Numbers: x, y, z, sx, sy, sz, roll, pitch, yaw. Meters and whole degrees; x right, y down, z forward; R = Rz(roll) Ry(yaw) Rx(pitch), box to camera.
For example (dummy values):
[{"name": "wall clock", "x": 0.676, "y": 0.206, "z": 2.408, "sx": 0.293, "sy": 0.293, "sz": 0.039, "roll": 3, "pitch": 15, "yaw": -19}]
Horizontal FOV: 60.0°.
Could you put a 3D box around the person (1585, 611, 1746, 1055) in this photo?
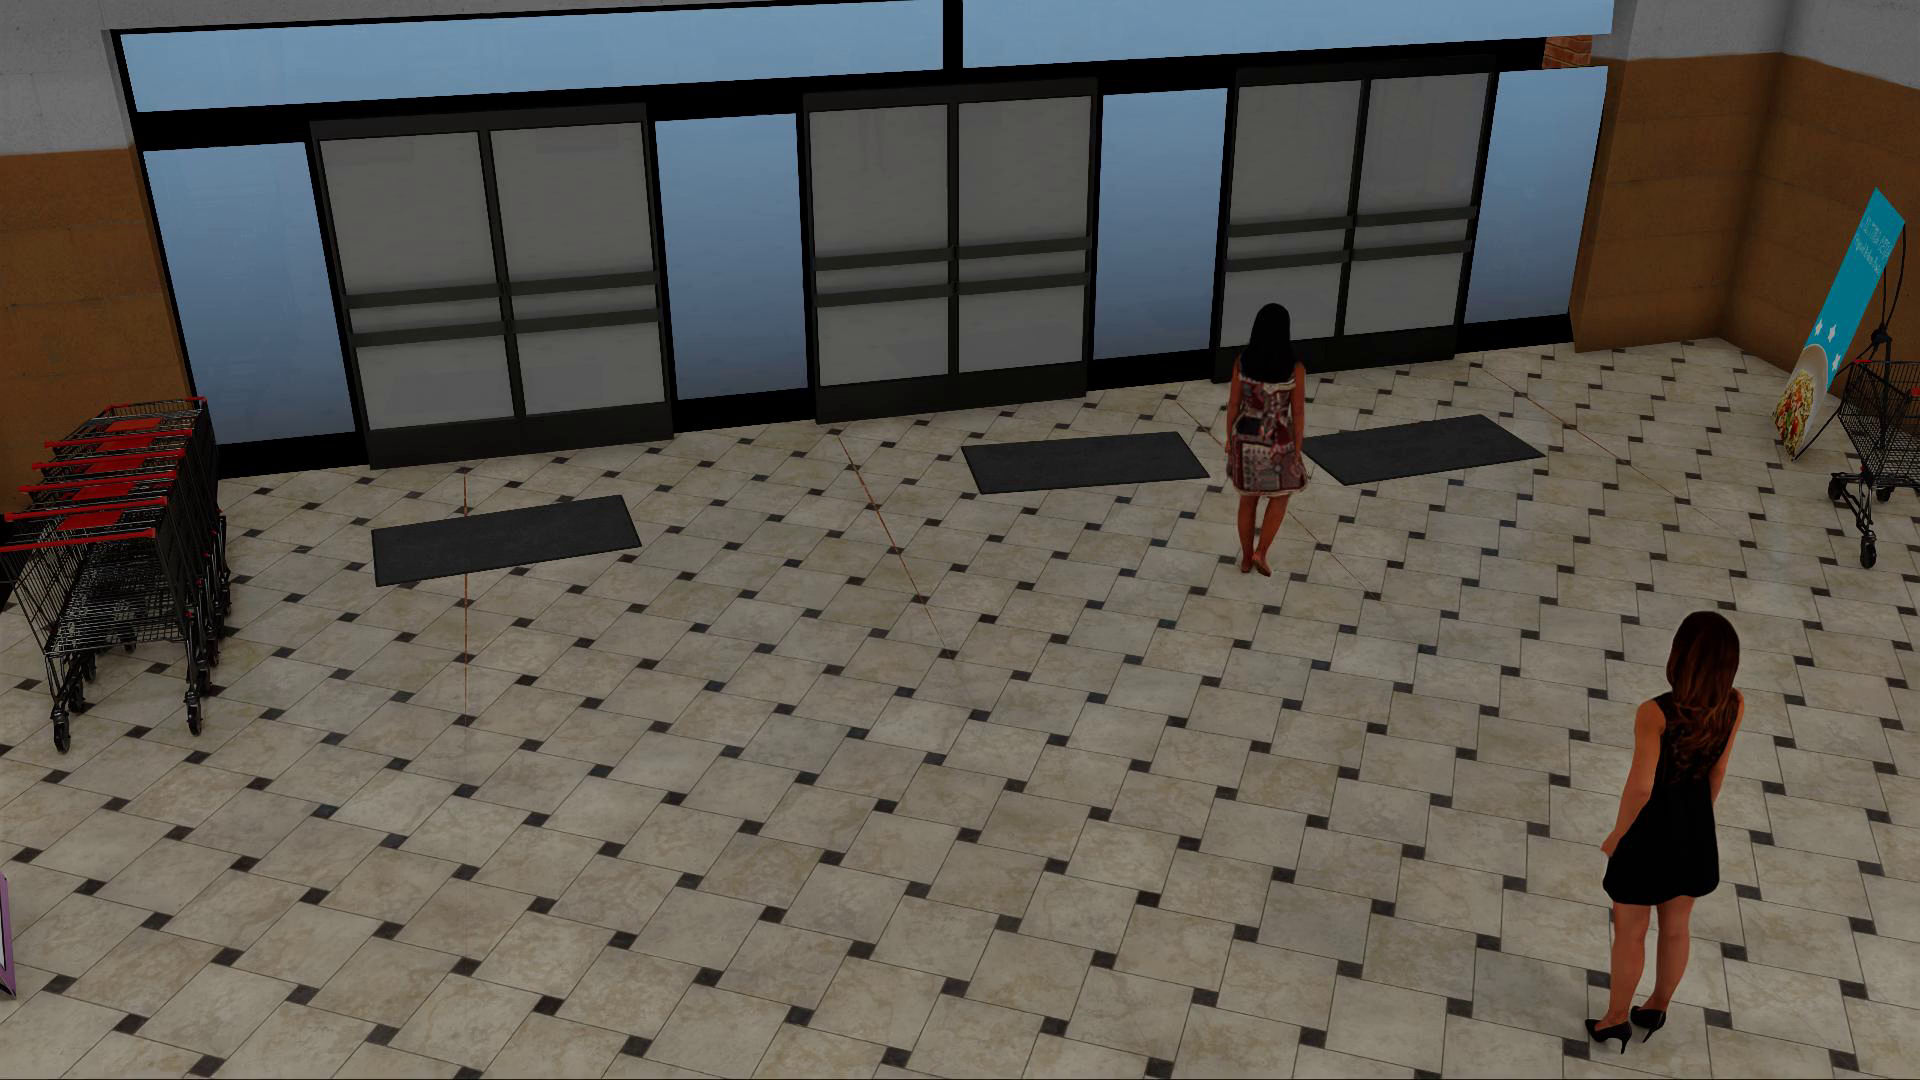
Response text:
[{"name": "person", "x": 2.519, "y": 1.076, "z": 5.957, "sx": 0.583, "sy": 1.834, "sz": 0.519, "roll": -6, "pitch": 28, "yaw": -12}]

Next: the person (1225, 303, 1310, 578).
[{"name": "person", "x": 1.673, "y": -0.505, "z": 9.295, "sx": 0.856, "sy": 1.634, "sz": 0.932, "roll": 9, "pitch": 28, "yaw": 17}]
